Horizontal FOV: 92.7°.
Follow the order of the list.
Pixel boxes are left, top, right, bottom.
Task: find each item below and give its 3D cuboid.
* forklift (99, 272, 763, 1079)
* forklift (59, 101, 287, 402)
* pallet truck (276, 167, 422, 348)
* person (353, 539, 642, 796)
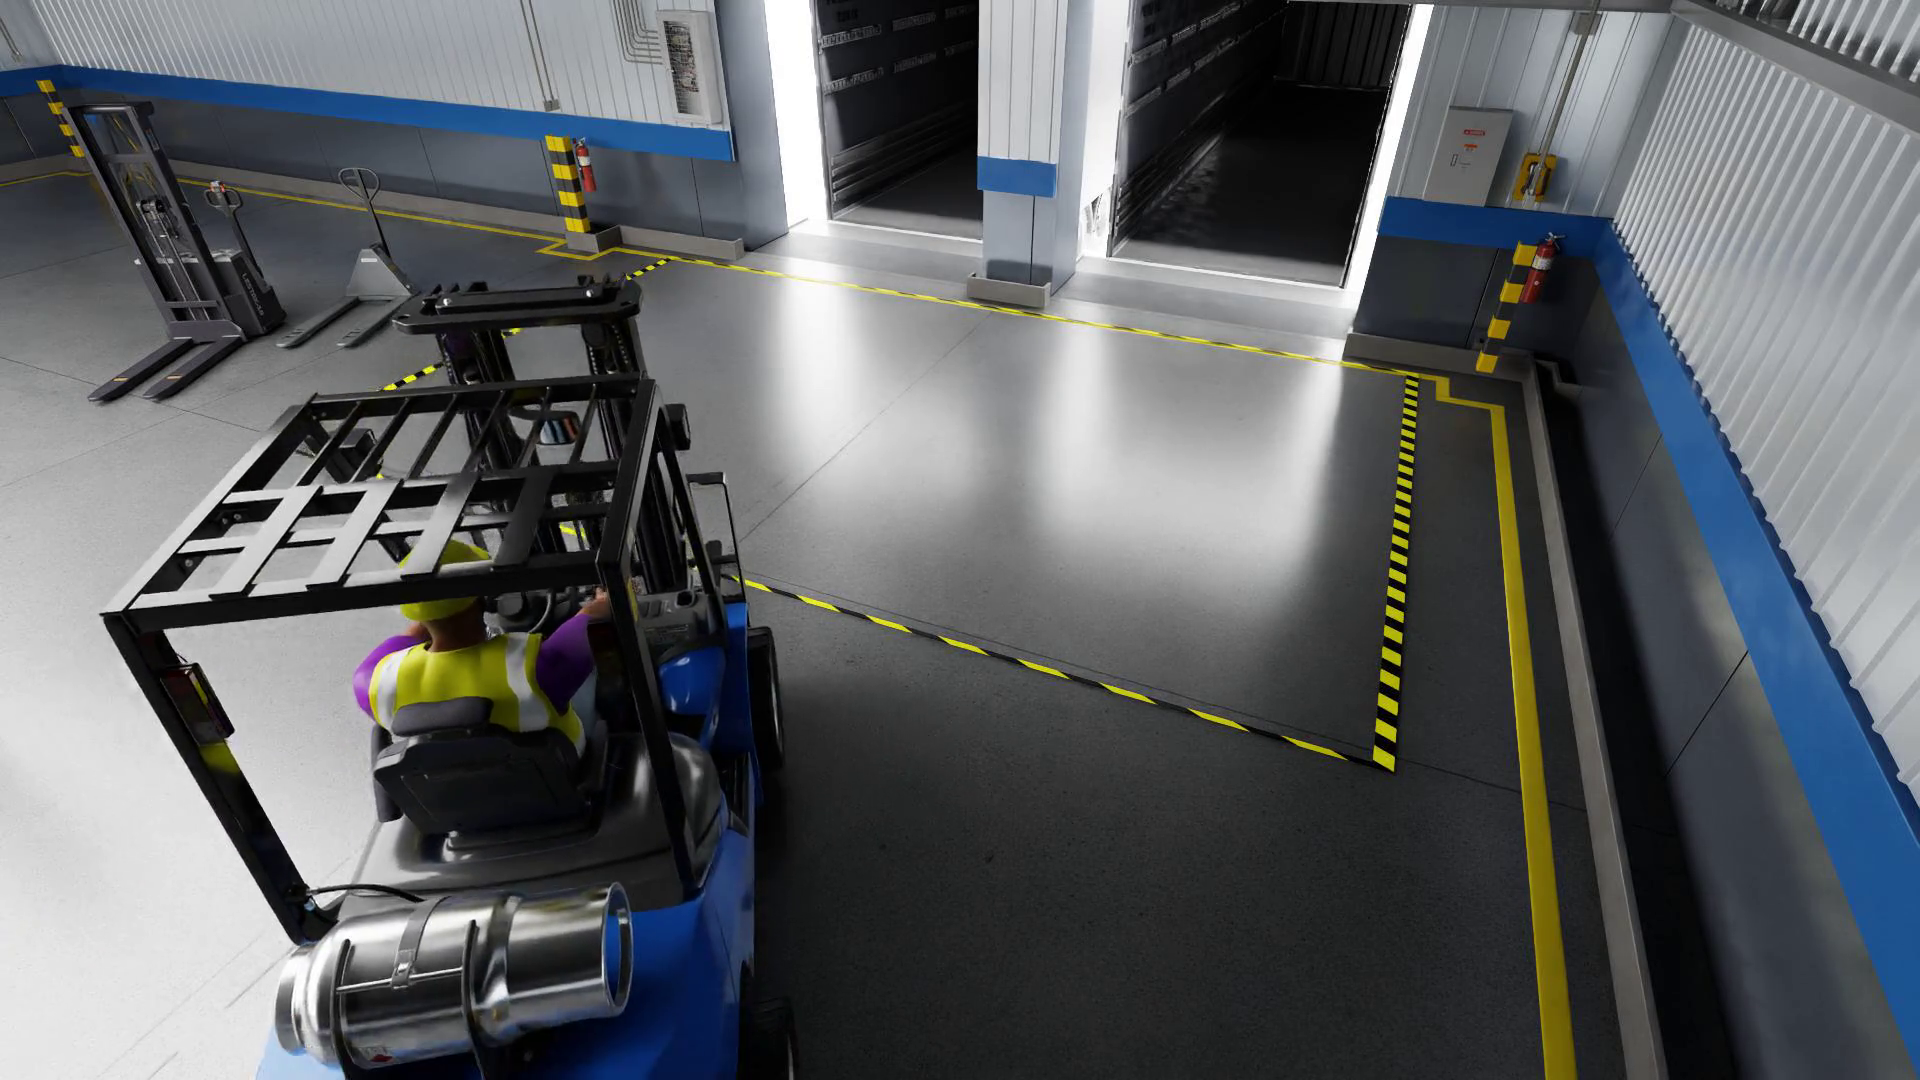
[{"bbox_3d":[-1.334,0.545,2.930,1.157,2.036,2.680,-6,35,-8],"label":"forklift"},{"bbox_3d":[-6.686,-2.387,7.434,0.823,1.965,1.885,-3,35,-5],"label":"forklift"},{"bbox_3d":[-5.732,-2.611,8.414,0.680,1.201,1.601,-1,35,-1],"label":"pallet truck"},{"bbox_3d":[-1.337,0.357,2.872,0.635,1.293,1.004,-6,35,-8],"label":"person"}]
